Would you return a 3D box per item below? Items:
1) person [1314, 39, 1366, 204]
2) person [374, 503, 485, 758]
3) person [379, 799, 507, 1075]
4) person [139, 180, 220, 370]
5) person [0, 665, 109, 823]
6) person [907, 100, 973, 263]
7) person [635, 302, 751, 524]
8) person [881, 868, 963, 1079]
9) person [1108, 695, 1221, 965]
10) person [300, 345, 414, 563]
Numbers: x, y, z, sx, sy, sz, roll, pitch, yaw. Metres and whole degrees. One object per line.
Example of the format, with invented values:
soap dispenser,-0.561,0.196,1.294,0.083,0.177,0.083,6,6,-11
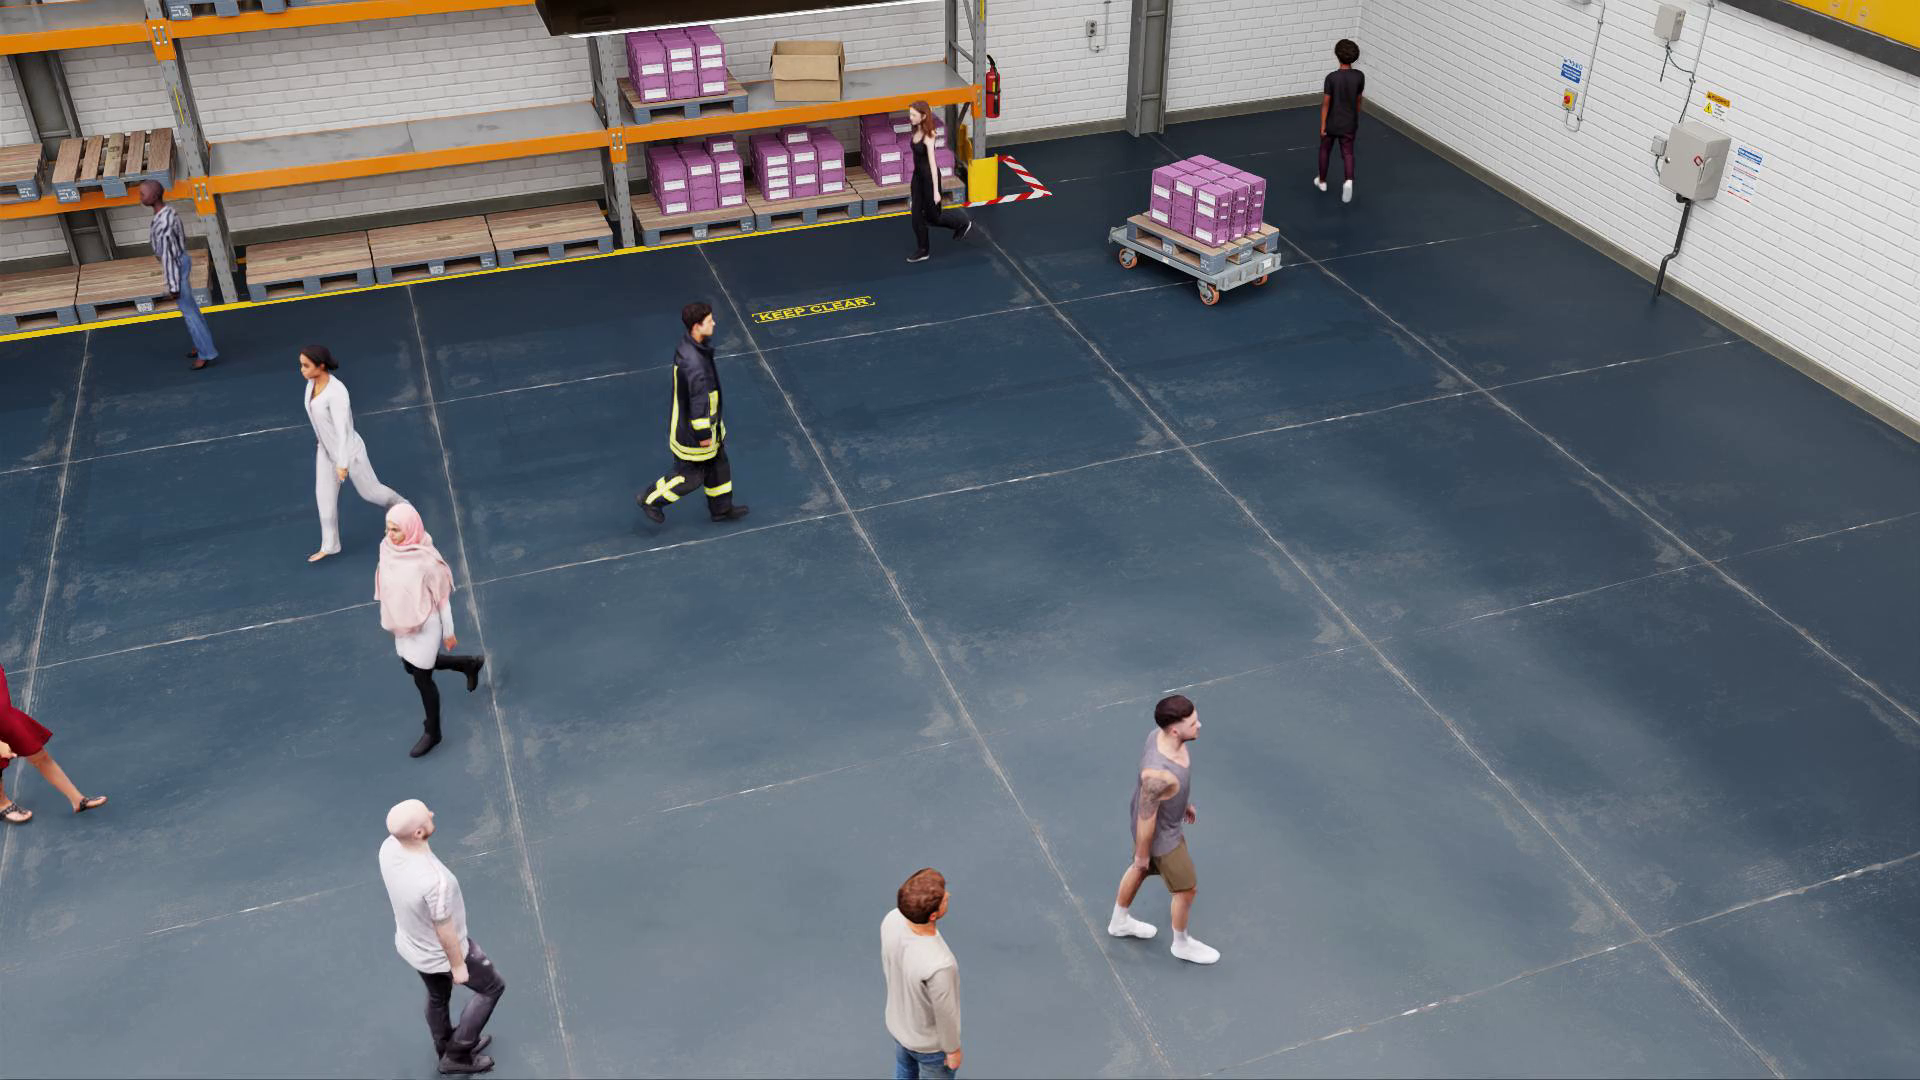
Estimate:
person,4.243,-4.626,18.433,1.059,1.758,0.903,-1,34,-2
person,-3.418,0.508,10.682,0.997,1.788,1.097,17,37,24
person,-2.689,2.062,8.310,0.799,1.824,0.808,29,43,36
person,-7.069,-2.414,15.075,0.517,1.791,0.628,-11,35,-16
person,-5.877,1.113,10.012,1.029,1.522,0.883,8,34,12
person,-0.250,-3.697,17.082,1.041,1.705,0.736,-20,38,-27
person,-2.101,-0.909,12.713,1.200,1.900,0.955,-3,34,-5
person,-0.178,2.298,7.883,0.680,1.904,0.718,-22,39,-29
person,1.005,1.554,9.078,1.007,1.821,0.872,4,34,6
person,-4.598,-0.704,12.573,1.037,1.713,1.214,23,40,30
